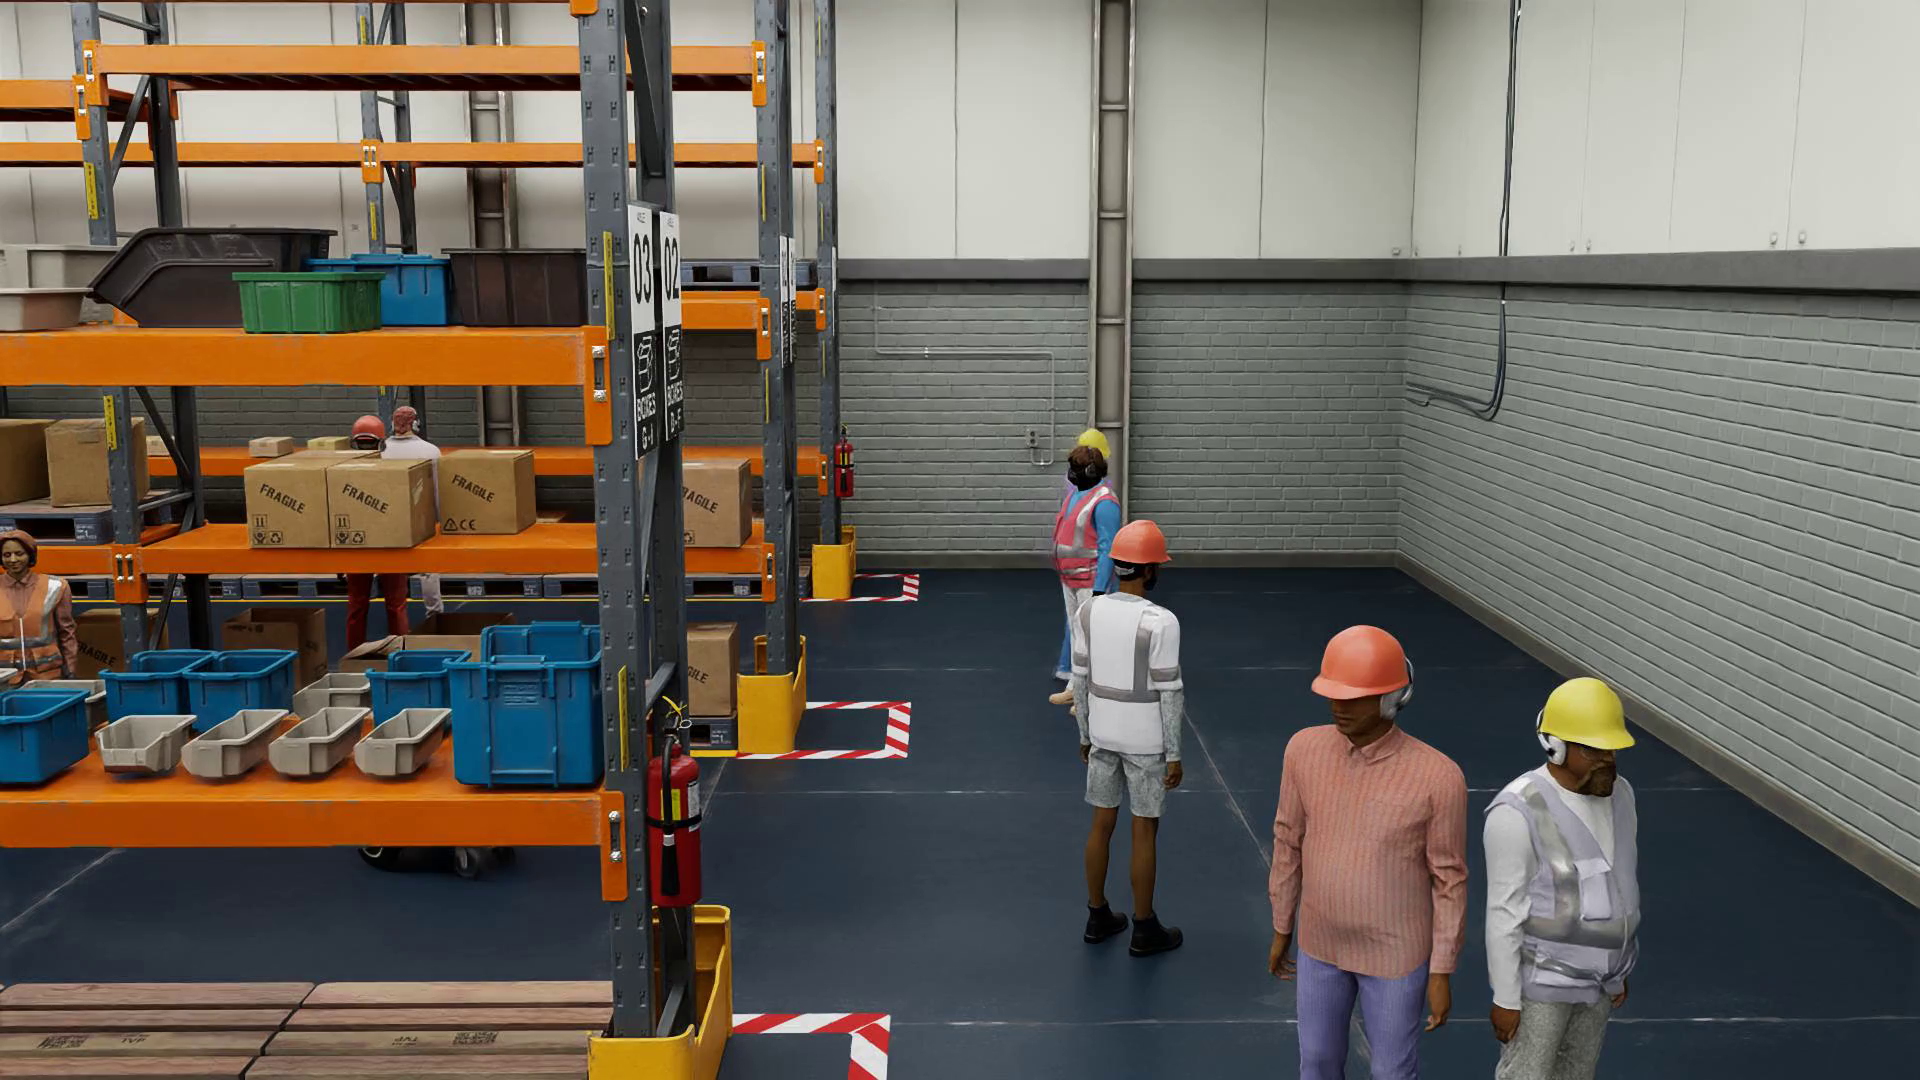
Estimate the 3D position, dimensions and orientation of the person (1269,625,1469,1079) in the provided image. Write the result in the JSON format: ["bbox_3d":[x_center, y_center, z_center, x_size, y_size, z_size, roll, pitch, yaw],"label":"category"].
[{"bbox_3d":[1.206,1.228,5.044,0.622,1.989,0.399,8,12,40],"label":"person"}]

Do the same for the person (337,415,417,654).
[{"bbox_3d":[-4.235,0.089,12.067,0.616,1.983,0.421,-1,9,-6],"label":"person"}]

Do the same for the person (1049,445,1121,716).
[{"bbox_3d":[0.850,0.273,11.365,0.429,1.844,0.622,-3,10,-20],"label":"person"}]

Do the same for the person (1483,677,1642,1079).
[{"bbox_3d":[1.837,1.306,5.056,0.600,1.829,0.404,-6,11,-33],"label":"person"}]

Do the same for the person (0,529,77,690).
[{"bbox_3d":[-5.075,0.752,9.040,0.512,1.641,0.309,-5,11,-28],"label":"person"}]

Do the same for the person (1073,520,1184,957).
[{"bbox_3d":[0.769,0.871,7.404,0.552,1.934,0.373,8,12,41],"label":"person"}]

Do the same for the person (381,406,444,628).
[{"bbox_3d":[-4.558,-0.161,13.841,0.639,1.903,0.407,0,9,0],"label":"person"}]
